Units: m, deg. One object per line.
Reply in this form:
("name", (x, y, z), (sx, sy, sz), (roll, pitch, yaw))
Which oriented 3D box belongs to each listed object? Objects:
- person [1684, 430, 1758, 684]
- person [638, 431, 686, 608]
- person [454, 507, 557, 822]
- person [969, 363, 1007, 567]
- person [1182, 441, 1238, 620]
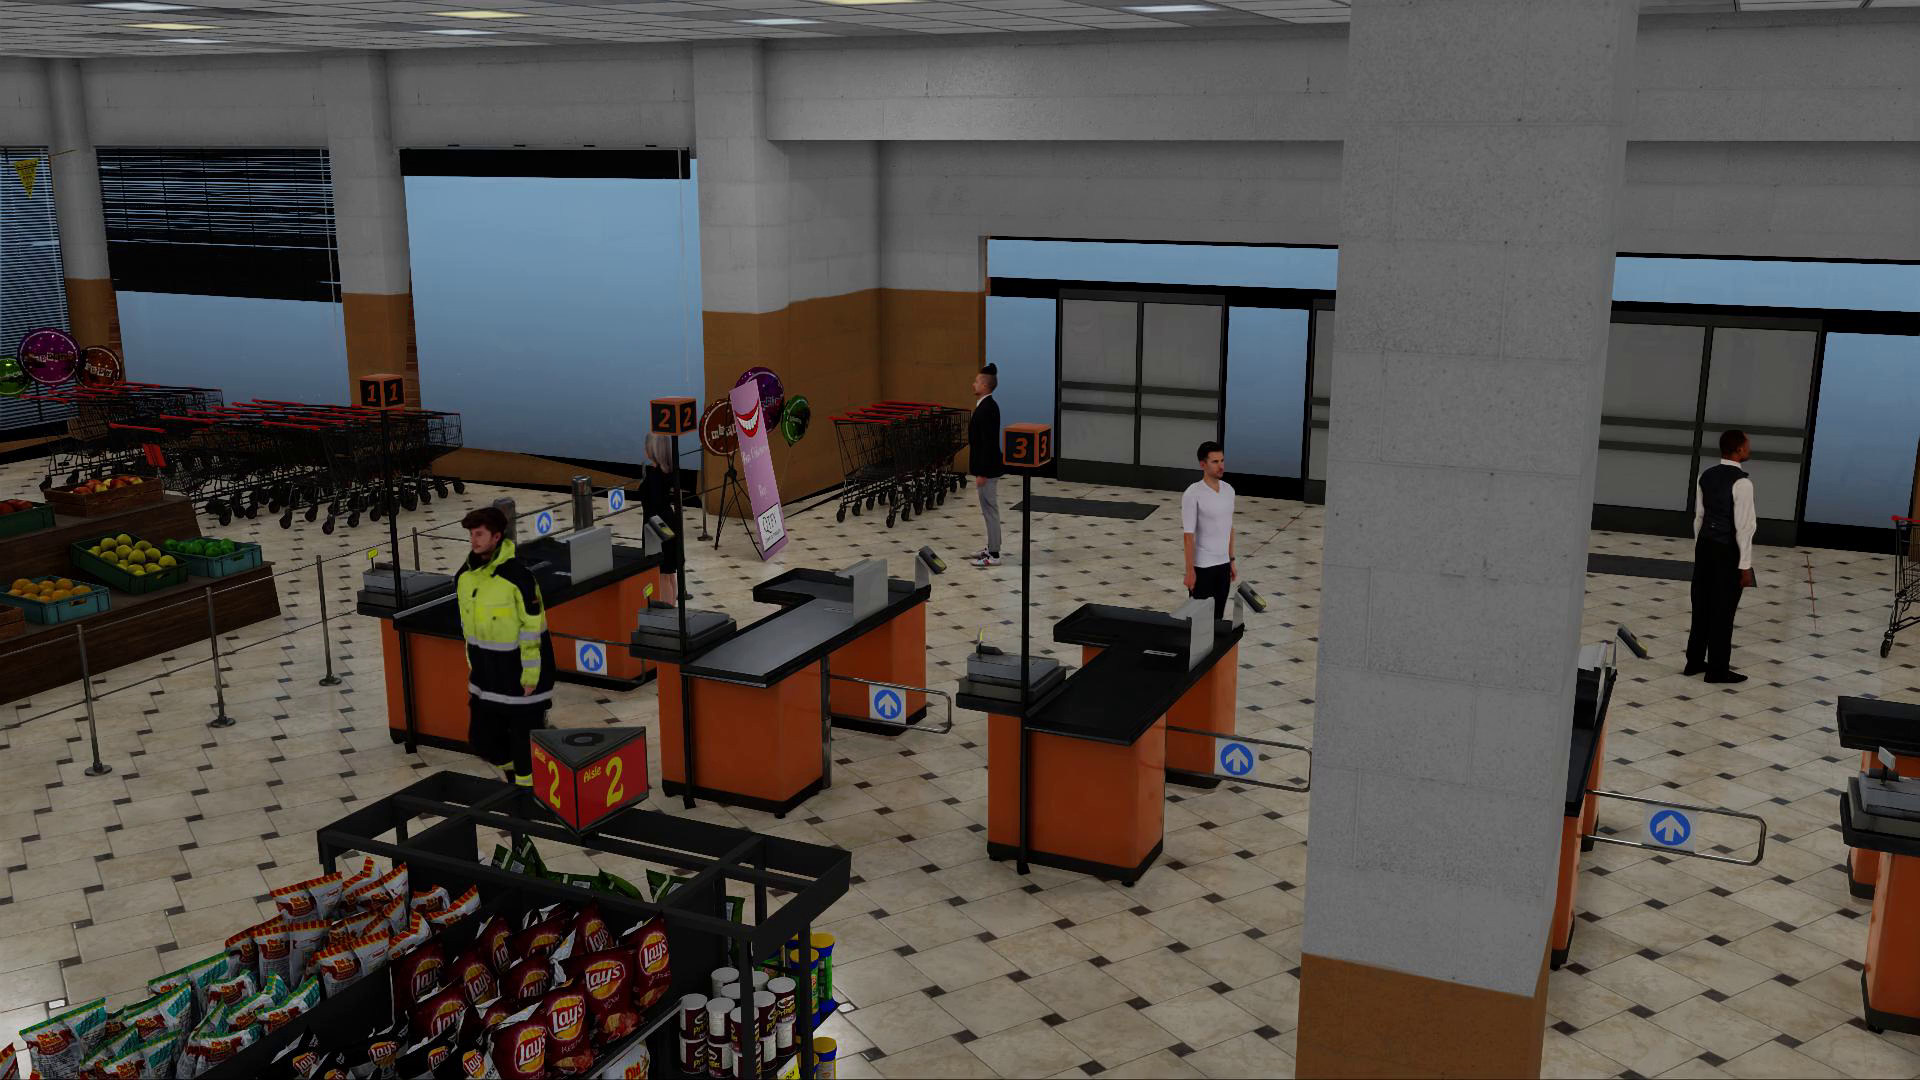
("person", (5.743, 0.115, 12.556), (0.826, 1.919, 0.762), (-5, 14, -18))
("person", (-2.439, -0.036, 13.543), (0.738, 1.747, 0.625), (1, 14, 2))
("person", (-2.635, 0.728, 9.949), (0.768, 1.956, 0.783), (6, 15, 24))
("person", (0.265, -0.730, 15.974), (0.841, 1.949, 0.673), (1, 14, 2))
("person", (1.861, 0.172, 12.464), (0.674, 1.852, 0.813), (-10, 17, -37))
